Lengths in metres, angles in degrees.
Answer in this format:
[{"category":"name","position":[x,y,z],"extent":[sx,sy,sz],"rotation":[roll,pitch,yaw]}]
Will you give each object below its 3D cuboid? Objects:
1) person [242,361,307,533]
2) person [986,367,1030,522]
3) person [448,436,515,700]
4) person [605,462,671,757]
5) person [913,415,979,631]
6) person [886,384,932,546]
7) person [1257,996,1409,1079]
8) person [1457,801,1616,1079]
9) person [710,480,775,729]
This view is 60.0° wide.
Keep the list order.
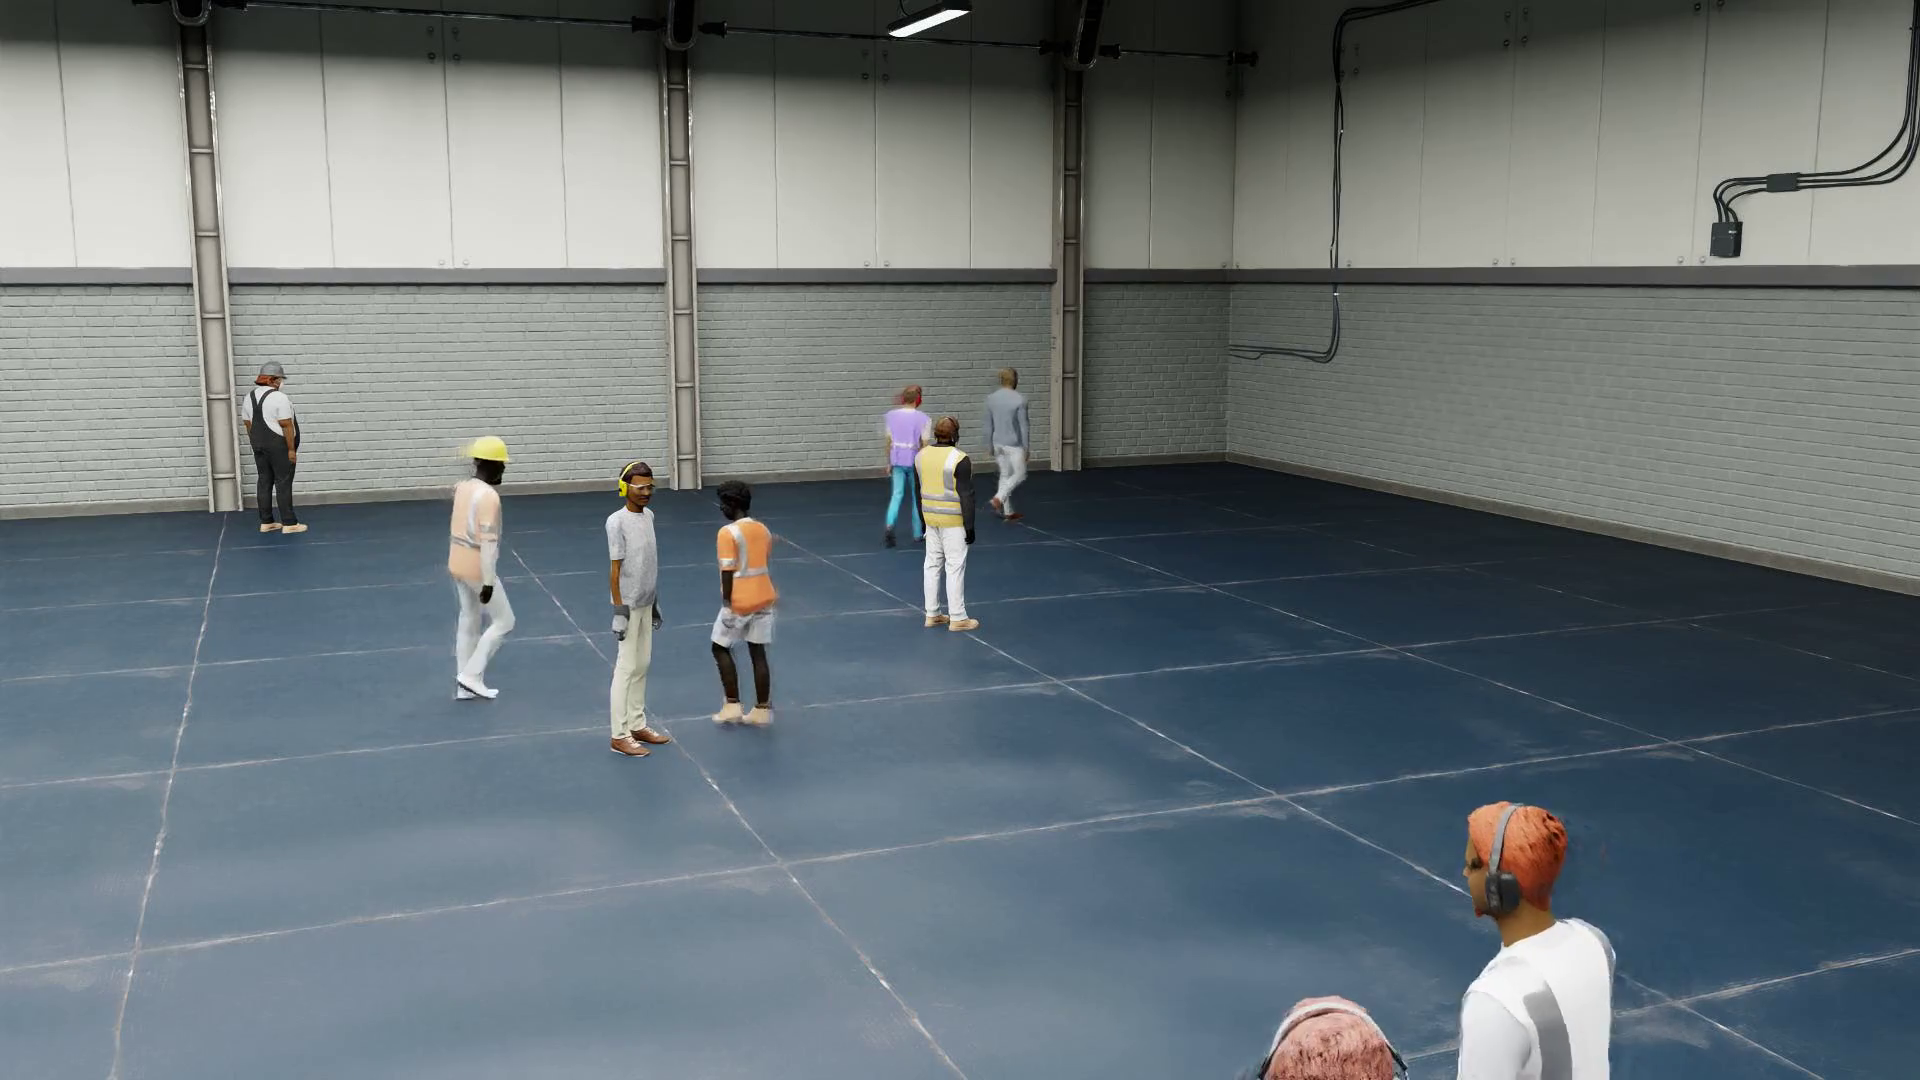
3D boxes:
[{"category":"person","position":[-8.067,-1.105,19.652],"extent":[0.672,2.000,0.536],"rotation":[4,10,25]},{"category":"person","position":[0.557,-1.151,20.304],"extent":[0.649,1.924,0.588],"rotation":[9,12,43]},{"category":"person","position":[-3.398,0.211,11.845],"extent":[0.493,1.901,0.594],"rotation":[-8,12,-41]},{"category":"person","position":[-2.056,0.427,10.590],"extent":[0.315,1.864,0.528],"rotation":[3,9,17]},{"category":"person","position":[-0.099,-0.148,14.256],"extent":[0.633,1.846,0.429],"rotation":[8,12,42]},{"category":"person","position":[-0.595,-0.838,18.686],"extent":[0.585,1.819,0.790],"rotation":[3,10,19]},{"category":"person","position":[0.556,1.673,2.683],"extent":[0.531,1.887,0.699],"rotation":[-8,12,-40]},{"category":"person","position":[1.300,1.514,3.774],"extent":[0.458,1.871,0.574],"rotation":[7,12,39]},{"category":"person","position":[-1.463,0.432,11.155],"extent":[0.519,1.659,0.553],"rotation":[6,11,32]}]
